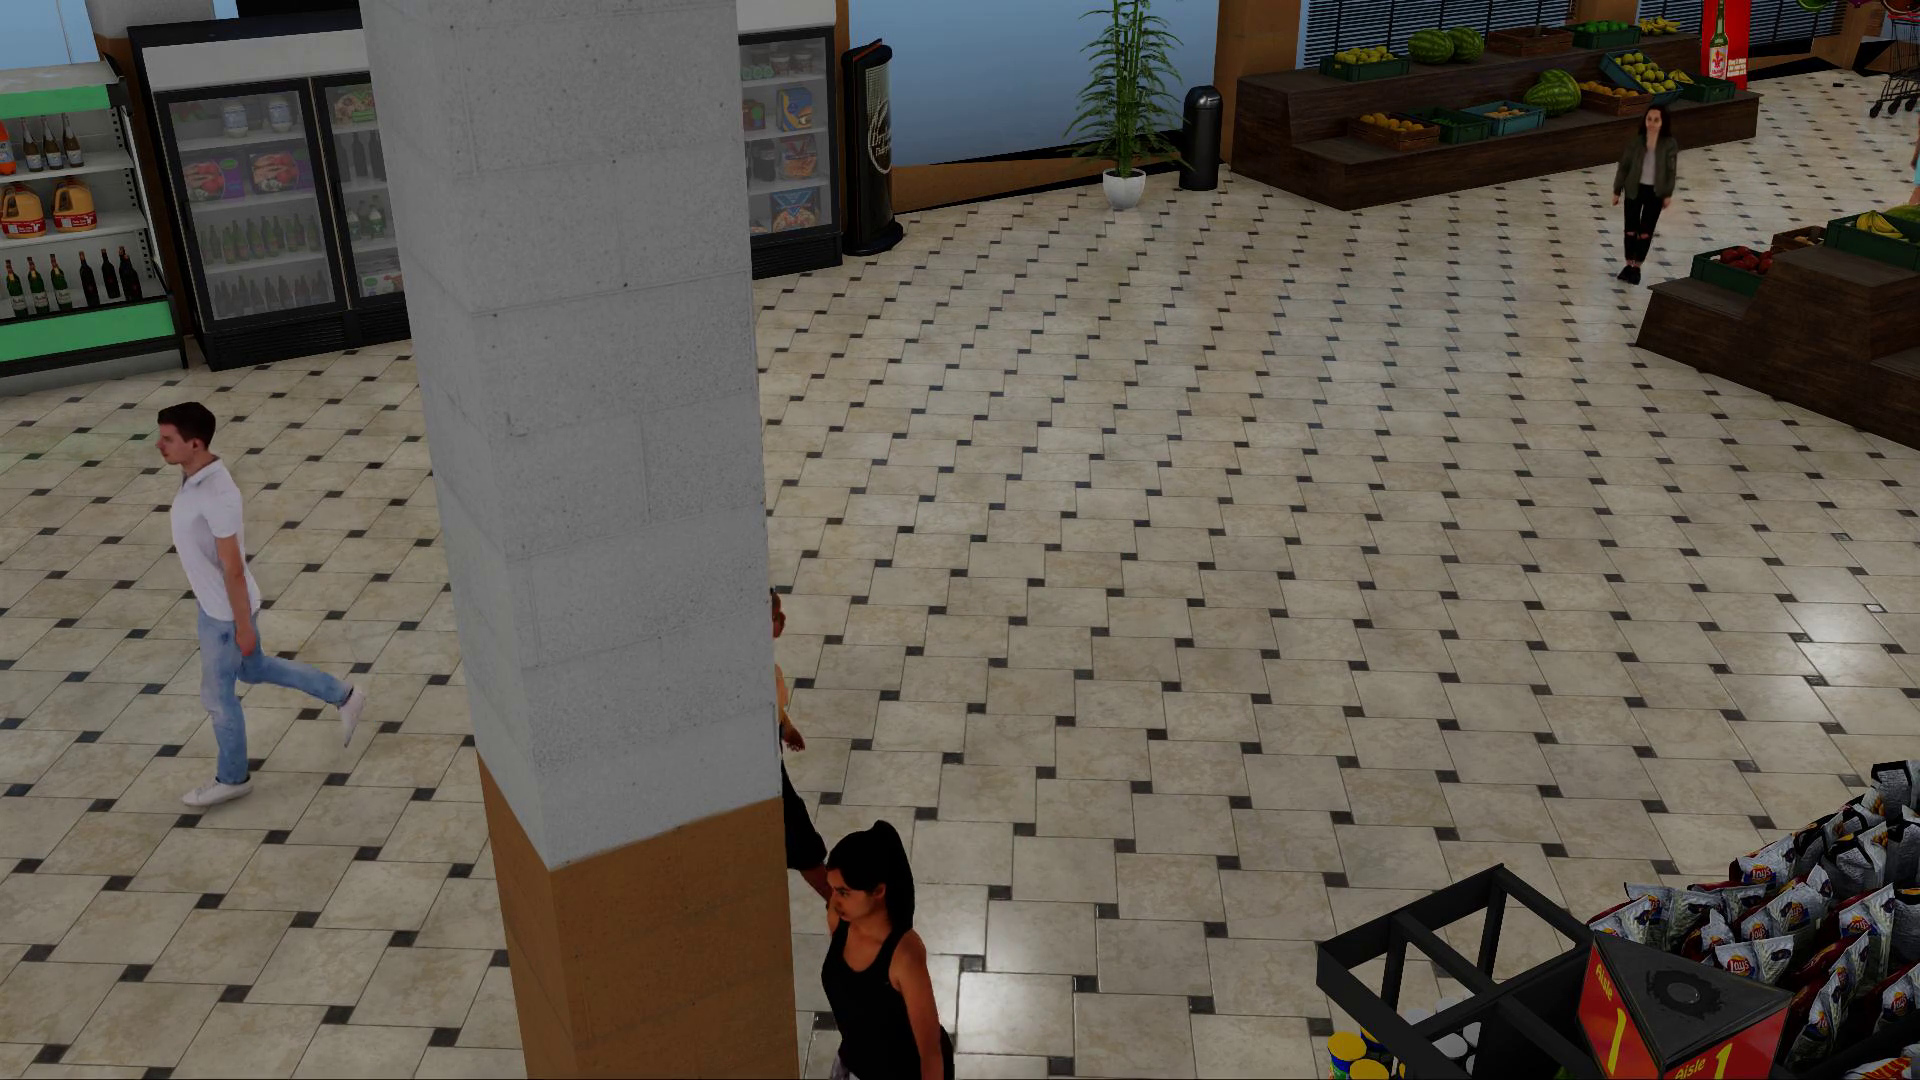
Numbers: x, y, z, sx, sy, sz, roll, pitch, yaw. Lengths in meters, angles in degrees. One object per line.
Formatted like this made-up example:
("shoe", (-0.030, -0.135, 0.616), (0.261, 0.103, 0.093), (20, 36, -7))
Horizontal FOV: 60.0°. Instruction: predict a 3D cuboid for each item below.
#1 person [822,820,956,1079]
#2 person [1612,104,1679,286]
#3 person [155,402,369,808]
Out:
("person", (-0.147, 1.504, 4.903), (0.918, 1.628, 1.147), (20, 33, 34))
("person", (5.642, -2.851, 13.671), (0.716, 1.464, 0.736), (17, 31, 30))
("person", (-3.040, 0.263, 7.129), (1.075, 1.828, 0.641), (-15, 31, -27))
